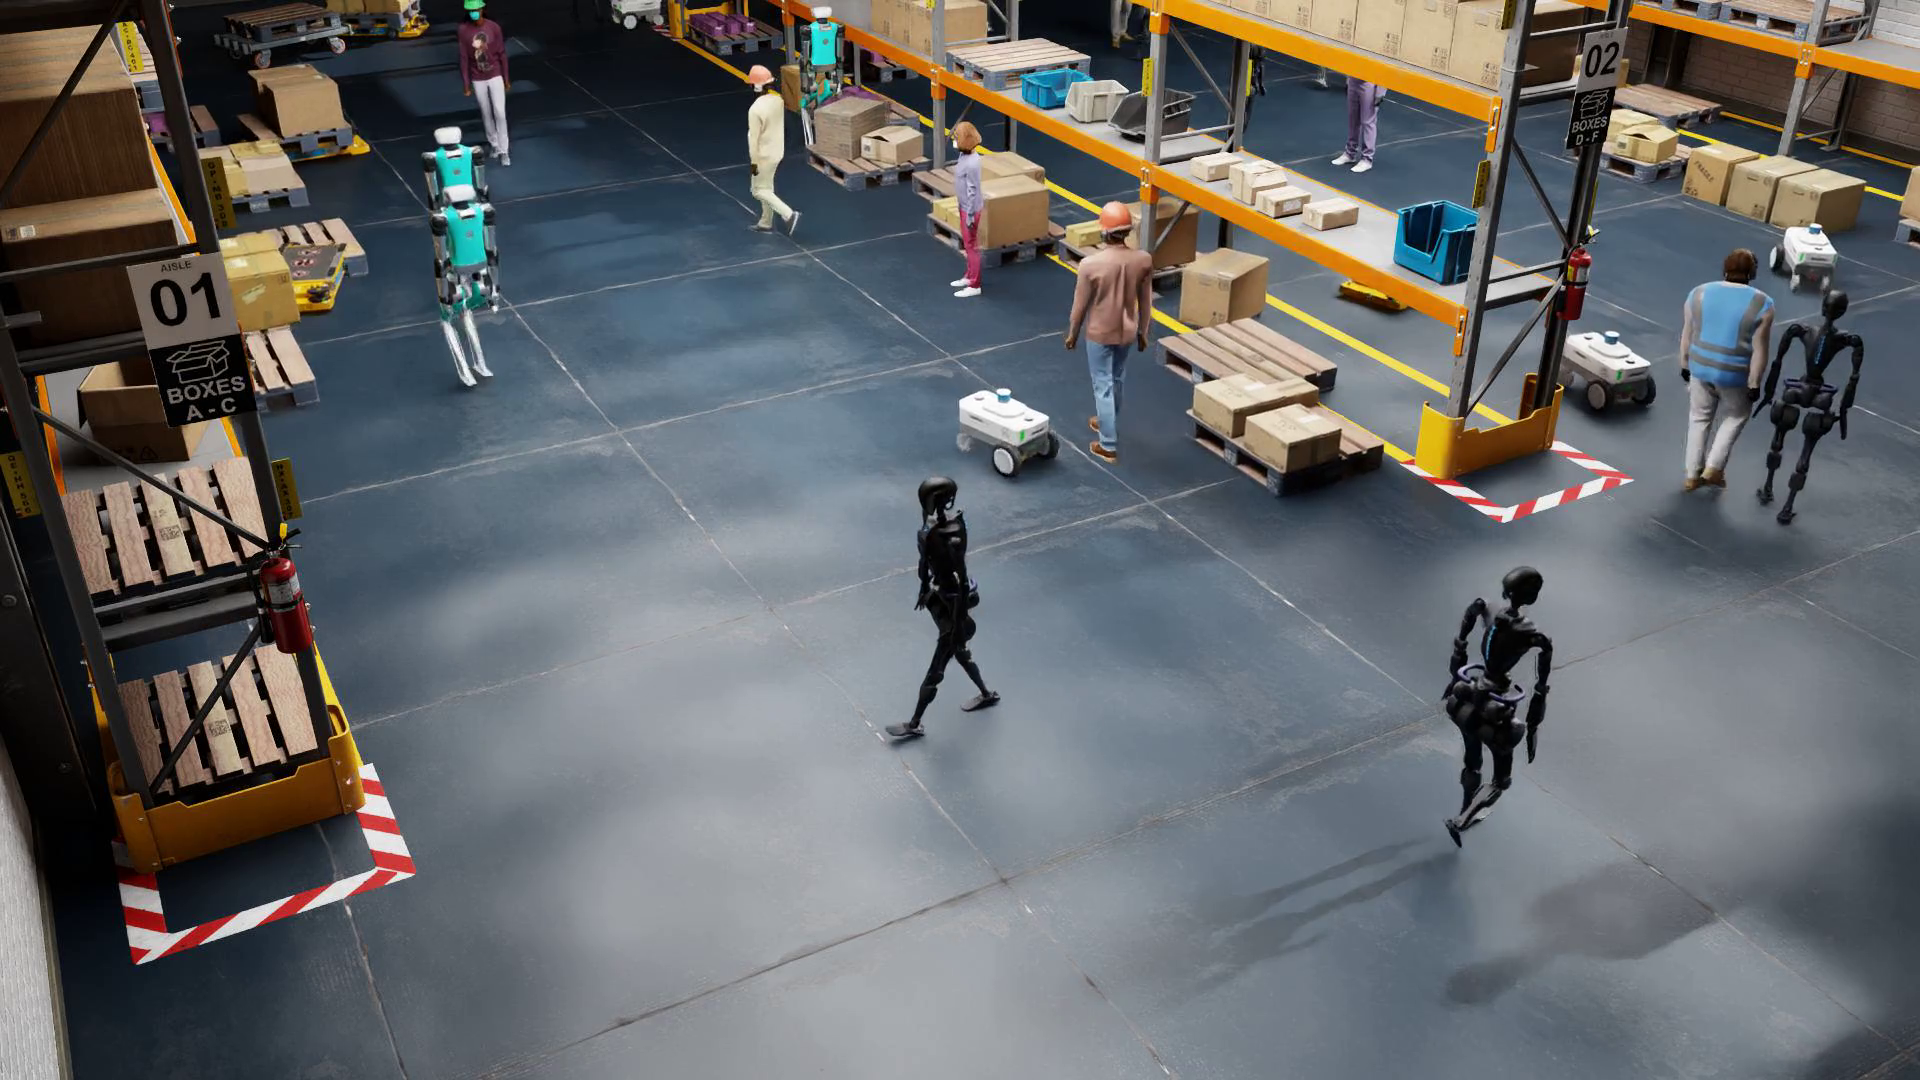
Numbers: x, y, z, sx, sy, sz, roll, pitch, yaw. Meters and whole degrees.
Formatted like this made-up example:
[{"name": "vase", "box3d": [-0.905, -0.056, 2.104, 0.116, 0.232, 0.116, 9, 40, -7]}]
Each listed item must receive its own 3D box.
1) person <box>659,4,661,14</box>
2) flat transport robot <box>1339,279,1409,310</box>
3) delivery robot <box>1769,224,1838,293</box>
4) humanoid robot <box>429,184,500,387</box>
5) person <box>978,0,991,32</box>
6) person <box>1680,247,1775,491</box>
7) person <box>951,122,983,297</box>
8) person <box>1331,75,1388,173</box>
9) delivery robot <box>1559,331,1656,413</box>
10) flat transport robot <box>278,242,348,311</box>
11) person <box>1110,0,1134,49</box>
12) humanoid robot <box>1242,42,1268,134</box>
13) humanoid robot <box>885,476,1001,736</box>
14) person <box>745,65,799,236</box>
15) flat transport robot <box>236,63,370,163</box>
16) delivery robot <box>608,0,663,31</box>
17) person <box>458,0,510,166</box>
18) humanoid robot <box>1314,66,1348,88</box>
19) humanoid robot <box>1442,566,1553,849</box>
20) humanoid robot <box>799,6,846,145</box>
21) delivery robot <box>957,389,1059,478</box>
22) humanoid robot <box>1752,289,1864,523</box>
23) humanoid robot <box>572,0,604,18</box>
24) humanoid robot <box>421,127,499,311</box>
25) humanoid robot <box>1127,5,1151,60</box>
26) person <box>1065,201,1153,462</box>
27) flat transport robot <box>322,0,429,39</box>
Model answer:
[{"name": "person", "box3d": [-4.949, -8.745, 25.186, 0.602, 1.709, 0.769, 19, 35, 30]}, {"name": "flat transport robot", "box3d": [4.290, -2.530, 15.815, 0.659, 0.231, 1.431, 26, 39, 38]}, {"name": "delivery robot", "box3d": [8.085, -2.717, 15.872, 0.499, 0.614, 0.790, 6, 30, 11]}, {"name": "humanoid robot", "box3d": [-4.066, -2.113, 13.513, 0.536, 1.694, 0.754, -22, 36, -33]}, {"name": "person", "box3d": [0.252, -8.384, 24.436, 0.506, 1.828, 0.543, -8, 31, -13]}, {"name": "person", "box3d": [5.458, -1.209, 11.956, 0.646, 1.818, 0.457, 26, 39, 37]}, {"name": "person", "box3d": [0.069, -3.054, 15.366, 0.282, 1.628, 0.501, -4, 30, -7]}, {"name": "person", "box3d": [4.542, -5.099, 18.652, 0.409, 1.899, 0.646, -13, 32, -21]}, {"name": "delivery robot", "box3d": [5.275, -1.389, 13.559, 0.499, 0.614, 0.815, -10, 31, -17]}, {"name": "flat transport robot", "box3d": [-6.203, -2.500, 15.762, 0.659, 0.231, 1.431, -5, 30, -8]}, {"name": "person", "box3d": [2.313, -8.043, 23.840, 0.590, 1.854, 0.726, -5, 30, -8]}, {"name": "humanoid robot", "box3d": [3.303, -5.235, 19.124, 0.427, 1.639, 0.610, 21, 36, 32]}, {"name": "humanoid robot", "box3d": [-0.103, 0.355, 9.420, 0.778, 1.620, 0.609, -12, 32, -21]}, {"name": "person", "box3d": [-1.905, -3.882, 16.689, 0.590, 1.731, 0.570, 13, 32, 21]}, {"name": "flat transport robot", "box3d": [-7.687, -4.561, 19.349, 1.431, 0.231, 0.659, -18, 35, -29]}, {"name": "delivery robot", "box3d": [-4.887, -7.995, 25.048, 0.802, 0.602, 0.499, -20, 35, -31]}, {"name": "person", "box3d": [-5.390, -5.225, 18.851, 0.517, 1.914, 0.859, -4, 30, -7]}, {"name": "humanoid robot", "box3d": [4.959, -6.609, 21.499, 1.022, 1.781, 0.537, 7, 31, 12]}, {"name": "humanoid robot", "box3d": [2.668, 0.854, 8.519, 0.475, 1.645, 0.596, -20, 36, -31]}, {"name": "humanoid robot", "box3d": [-1.635, -5.283, 18.998, 0.533, 1.677, 0.735, -13, 32, -21]}, {"name": "delivery robot", "box3d": [0.336, -0.855, 12.602, 0.785, 0.585, 0.499, 26, 39, 38]}, {"name": "humanoid robot", "box3d": [5.926, -0.952, 11.661, 0.615, 1.639, 0.443, 16, 34, 26]}, {"name": "humanoid robot", "box3d": [-5.754, -8.792, 25.342, 0.613, 1.633, 0.629, -8, 31, -14]}, {"name": "humanoid robot", "box3d": [-4.512, -2.895, 15.001, 0.537, 1.783, 0.776, -12, 32, -20]}, {"name": "humanoid robot", "box3d": [2.610, -7.419, 22.936, 0.505, 1.658, 0.606, 5, 30, 8]}, {"name": "person", "box3d": [1.098, -1.587, 12.494, 0.624, 1.985, 0.670, -14, 33, -23]}, {"name": "flat transport robot", "box3d": [-8.679, -7.615, 24.666, 1.431, 0.231, 0.659, -2, 30, -3]}]
